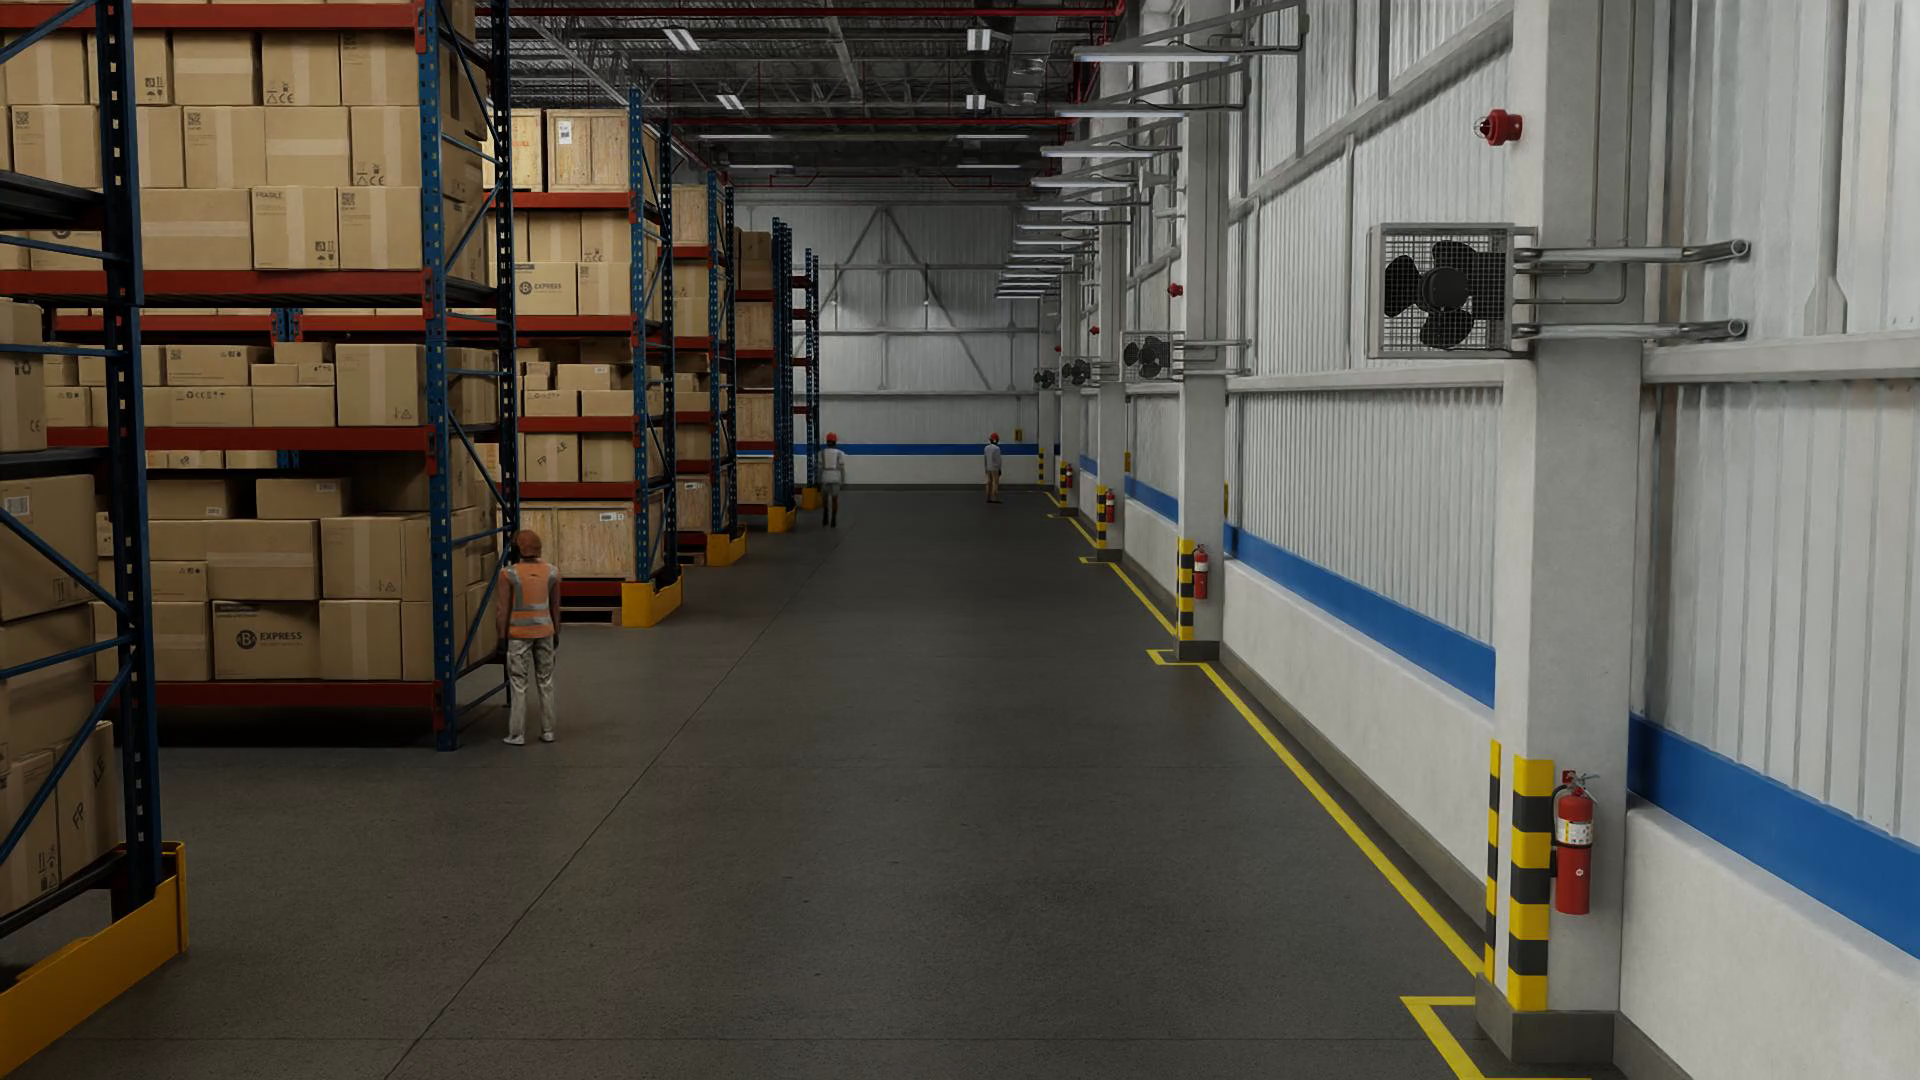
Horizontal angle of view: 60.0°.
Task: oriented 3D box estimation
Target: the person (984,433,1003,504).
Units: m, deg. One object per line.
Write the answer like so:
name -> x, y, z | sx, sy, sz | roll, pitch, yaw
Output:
person -> 0.839, -1.766, 40.978 | 0.337, 1.749, 0.574 | -4, 6, -39

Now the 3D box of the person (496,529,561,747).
person -> -3.244, 0.736, 12.555 | 0.522, 1.631, 0.317 | -4, 6, -40

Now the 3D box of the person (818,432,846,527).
person -> -2.595, -1.226, 33.738 | 0.561, 1.910, 0.783 | 0, 5, -1
